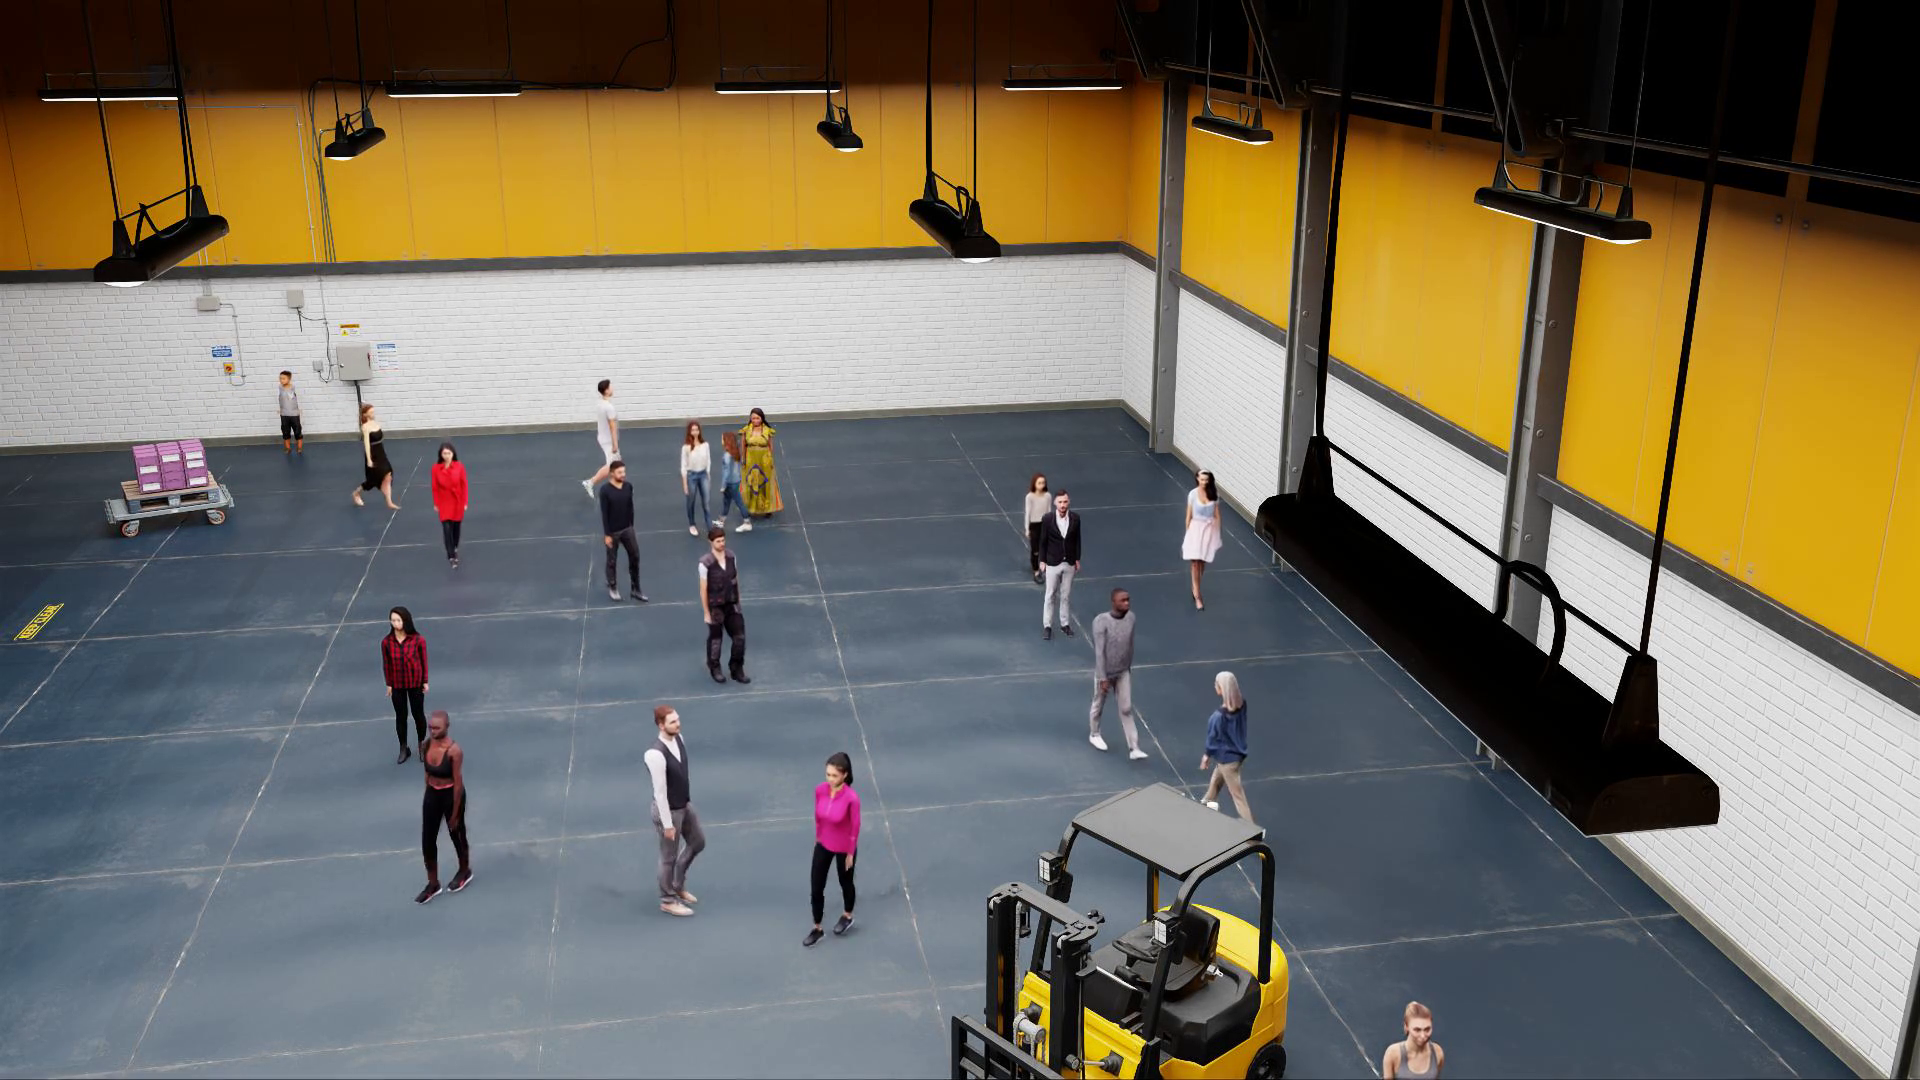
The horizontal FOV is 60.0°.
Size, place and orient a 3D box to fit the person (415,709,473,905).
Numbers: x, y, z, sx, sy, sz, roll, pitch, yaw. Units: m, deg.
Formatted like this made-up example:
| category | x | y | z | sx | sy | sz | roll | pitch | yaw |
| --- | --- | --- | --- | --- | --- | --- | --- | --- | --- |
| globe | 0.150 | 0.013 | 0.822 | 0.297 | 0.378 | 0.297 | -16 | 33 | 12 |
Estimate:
| category | x | y | z | sx | sy | sz | roll | pitch | yaw |
| --- | --- | --- | --- | --- | --- | --- | --- | --- | --- |
| person | -4.337 | 2.210 | 14.280 | 0.849 | 1.745 | 0.968 | 7 | 20 | 21 |

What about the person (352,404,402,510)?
| category | x | y | z | sx | sy | sz | roll | pitch | yaw |
| --- | --- | --- | --- | --- | --- | --- | --- | --- | --- |
| person | -8.756 | -1.220 | 24.695 | 0.941 | 1.597 | 1.030 | 6 | 20 | 17 |

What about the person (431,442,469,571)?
| category | x | y | z | sx | sy | sz | roll | pitch | yaw |
| --- | --- | --- | --- | --- | --- | --- | --- | --- | --- |
| person | -6.837 | -0.485 | 22.337 | 0.759 | 1.710 | 1.074 | -7 | 20 | -21 |

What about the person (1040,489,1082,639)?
| category | x | y | z | sx | sy | sz | roll | pitch | yaw |
| --- | --- | --- | --- | --- | --- | --- | --- | --- | --- |
| person | 1.203 | 0.262 | 19.909 | 0.652 | 1.843 | 0.530 | -3 | 19 | -8 |

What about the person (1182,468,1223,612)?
| category | x | y | z | sx | sy | sz | roll | pitch | yaw |
| --- | --- | --- | --- | --- | --- | --- | --- | --- | --- |
| person | 3.023 | -0.050 | 20.928 | 0.674 | 1.785 | 1.062 | -3 | 19 | -8 |

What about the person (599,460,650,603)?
| category | x | y | z | sx | sy | sz | roll | pitch | yaw |
| --- | --- | --- | --- | --- | --- | --- | --- | --- | --- |
| person | -4.381 | -0.123 | 21.052 | 0.874 | 1.844 | 0.983 | -13 | 23 | -34 |

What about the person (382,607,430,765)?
| category | x | y | z | sx | sy | sz | roll | pitch | yaw |
| --- | --- | --- | --- | --- | --- | --- | --- | --- | --- |
| person | -5.557 | 1.437 | 16.712 | 0.579 | 1.657 | 0.505 | -3 | 19 | -8 |

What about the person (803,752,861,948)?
| category | x | y | z | sx | sy | sz | roll | pitch | yaw |
| --- | --- | --- | --- | --- | --- | --- | --- | --- | --- |
| person | -0.952 | 2.475 | 13.598 | 0.834 | 1.678 | 0.930 | 9 | 21 | 25 |

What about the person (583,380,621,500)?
| category | x | y | z | sx | sy | sz | roll | pitch | yaw |
| --- | --- | --- | --- | --- | --- | --- | --- | --- | --- |
| person | -5.394 | -1.492 | 25.130 | 0.997 | 1.837 | 1.086 | -12 | 22 | -31 |

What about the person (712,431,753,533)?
| category | x | y | z | sx | sy | sz | roll | pitch | yaw |
| --- | --- | --- | --- | --- | --- | --- | --- | --- | --- |
| person | -3.162 | -0.818 | 23.727 | 0.839 | 1.453 | 0.892 | 1 | 19 | 2 |

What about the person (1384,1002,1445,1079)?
| category | x | y | z | sx | sy | sz | roll | pitch | yaw |
| --- | --- | --- | --- | --- | --- | --- | --- | --- | --- |
| person | 2.743 | 3.596 | 10.232 | 0.550 | 1.703 | 0.522 | -3 | 19 | -8 |

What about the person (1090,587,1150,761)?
| category | x | y | z | sx | sy | sz | roll | pitch | yaw |
| --- | --- | --- | --- | --- | --- | --- | --- | --- | --- |
| person | 1.483 | 1.319 | 16.844 | 0.907 | 1.796 | 1.212 | -8 | 20 | -23 |

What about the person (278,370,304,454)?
| category | x | y | z | sx | sy | sz | roll | pitch | yaw |
| --- | --- | --- | --- | --- | --- | --- | --- | --- | --- |
| person | -11.209 | -2.188 | 27.795 | 0.564 | 1.454 | 0.496 | -3 | 19 | -8 |

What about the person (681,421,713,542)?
| category | x | y | z | sx | sy | sz | roll | pitch | yaw |
| --- | --- | --- | --- | --- | --- | --- | --- | --- | --- |
| person | -3.740 | -0.846 | 23.445 | 0.762 | 1.687 | 1.134 | -8 | 20 | -22 |

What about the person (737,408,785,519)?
| category | x | y | z | sx | sy | sz | roll | pitch | yaw |
| --- | --- | --- | --- | --- | --- | --- | --- | --- | --- |
| person | -2.959 | -1.141 | 24.363 | 0.839 | 1.659 | 0.749 | -3 | 19 | -8 |

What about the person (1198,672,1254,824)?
| category | x | y | z | sx | sy | sz | roll | pitch | yaw |
| --- | --- | --- | --- | --- | --- | --- | --- | --- | --- |
| person | 2.505 | 2.023 | 14.987 | 1.167 | 1.649 | 1.076 | 15 | 24 | 37 |

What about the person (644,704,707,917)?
| category | x | y | z | sx | sy | sz | roll | pitch | yaw |
| --- | --- | --- | --- | --- | --- | --- | --- | --- | --- |
| person | -2.493 | 2.240 | 13.908 | 0.836 | 1.924 | 0.717 | 6 | 19 | 17 |

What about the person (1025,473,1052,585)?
| category | x | y | z | sx | sy | sz | roll | pitch | yaw |
| --- | --- | --- | --- | --- | --- | --- | --- | --- | --- |
| person | 0.997 | -0.172 | 21.775 | 0.584 | 1.476 | 0.658 | -6 | 20 | -18 |

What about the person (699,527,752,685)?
| category | x | y | z | sx | sy | sz | roll | pitch | yaw |
| --- | --- | --- | --- | --- | --- | --- | --- | --- | --- |
| person | -2.722 | 0.711 | 18.599 | 0.878 | 1.830 | 0.960 | -14 | 23 | -36 |
